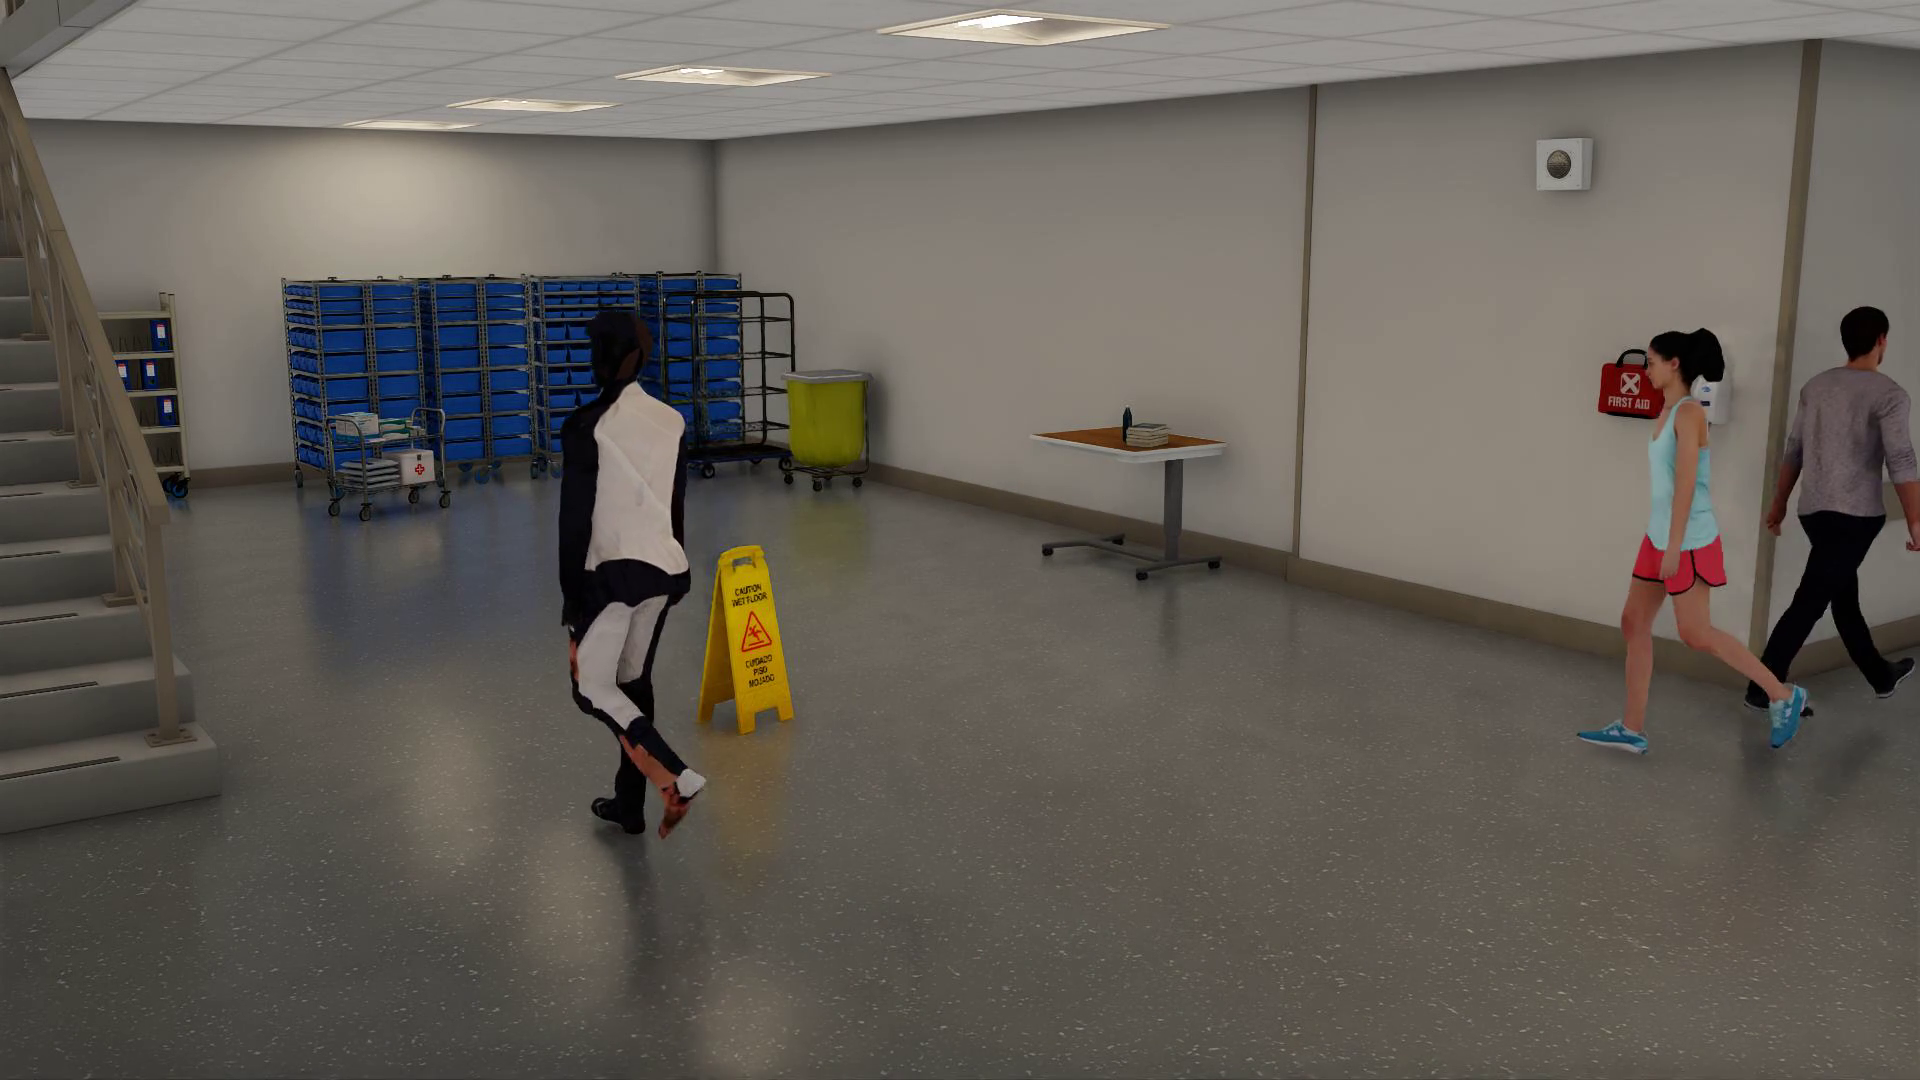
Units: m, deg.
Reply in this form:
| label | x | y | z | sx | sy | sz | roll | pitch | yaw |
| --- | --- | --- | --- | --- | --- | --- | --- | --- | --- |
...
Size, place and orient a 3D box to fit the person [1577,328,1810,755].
| label | x | y | z | sx | sy | sz | roll | pitch | yaw |
| --- | --- | --- | --- | --- | --- | --- | --- | --- | --- |
| person | 3.012 | 0.044 | 6.761 | 1.197 | 1.744 | 1.114 | 2 | 11 | 8 |

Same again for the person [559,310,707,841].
| label | x | y | z | sx | sy | sz | roll | pitch | yaw |
| --- | --- | --- | --- | --- | --- | --- | --- | --- | --- |
| person | -1.110 | 0.164 | 5.771 | 1.039 | 1.877 | 0.837 | 9 | 14 | 40 |

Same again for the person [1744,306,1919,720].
| label | x | y | z | sx | sy | sz | roll | pitch | yaw |
| --- | --- | --- | --- | --- | --- | --- | --- | --- | --- |
| person | 3.776 | -0.081 | 7.314 | 1.078 | 1.783 | 1.235 | -3 | 11 | -13 |
